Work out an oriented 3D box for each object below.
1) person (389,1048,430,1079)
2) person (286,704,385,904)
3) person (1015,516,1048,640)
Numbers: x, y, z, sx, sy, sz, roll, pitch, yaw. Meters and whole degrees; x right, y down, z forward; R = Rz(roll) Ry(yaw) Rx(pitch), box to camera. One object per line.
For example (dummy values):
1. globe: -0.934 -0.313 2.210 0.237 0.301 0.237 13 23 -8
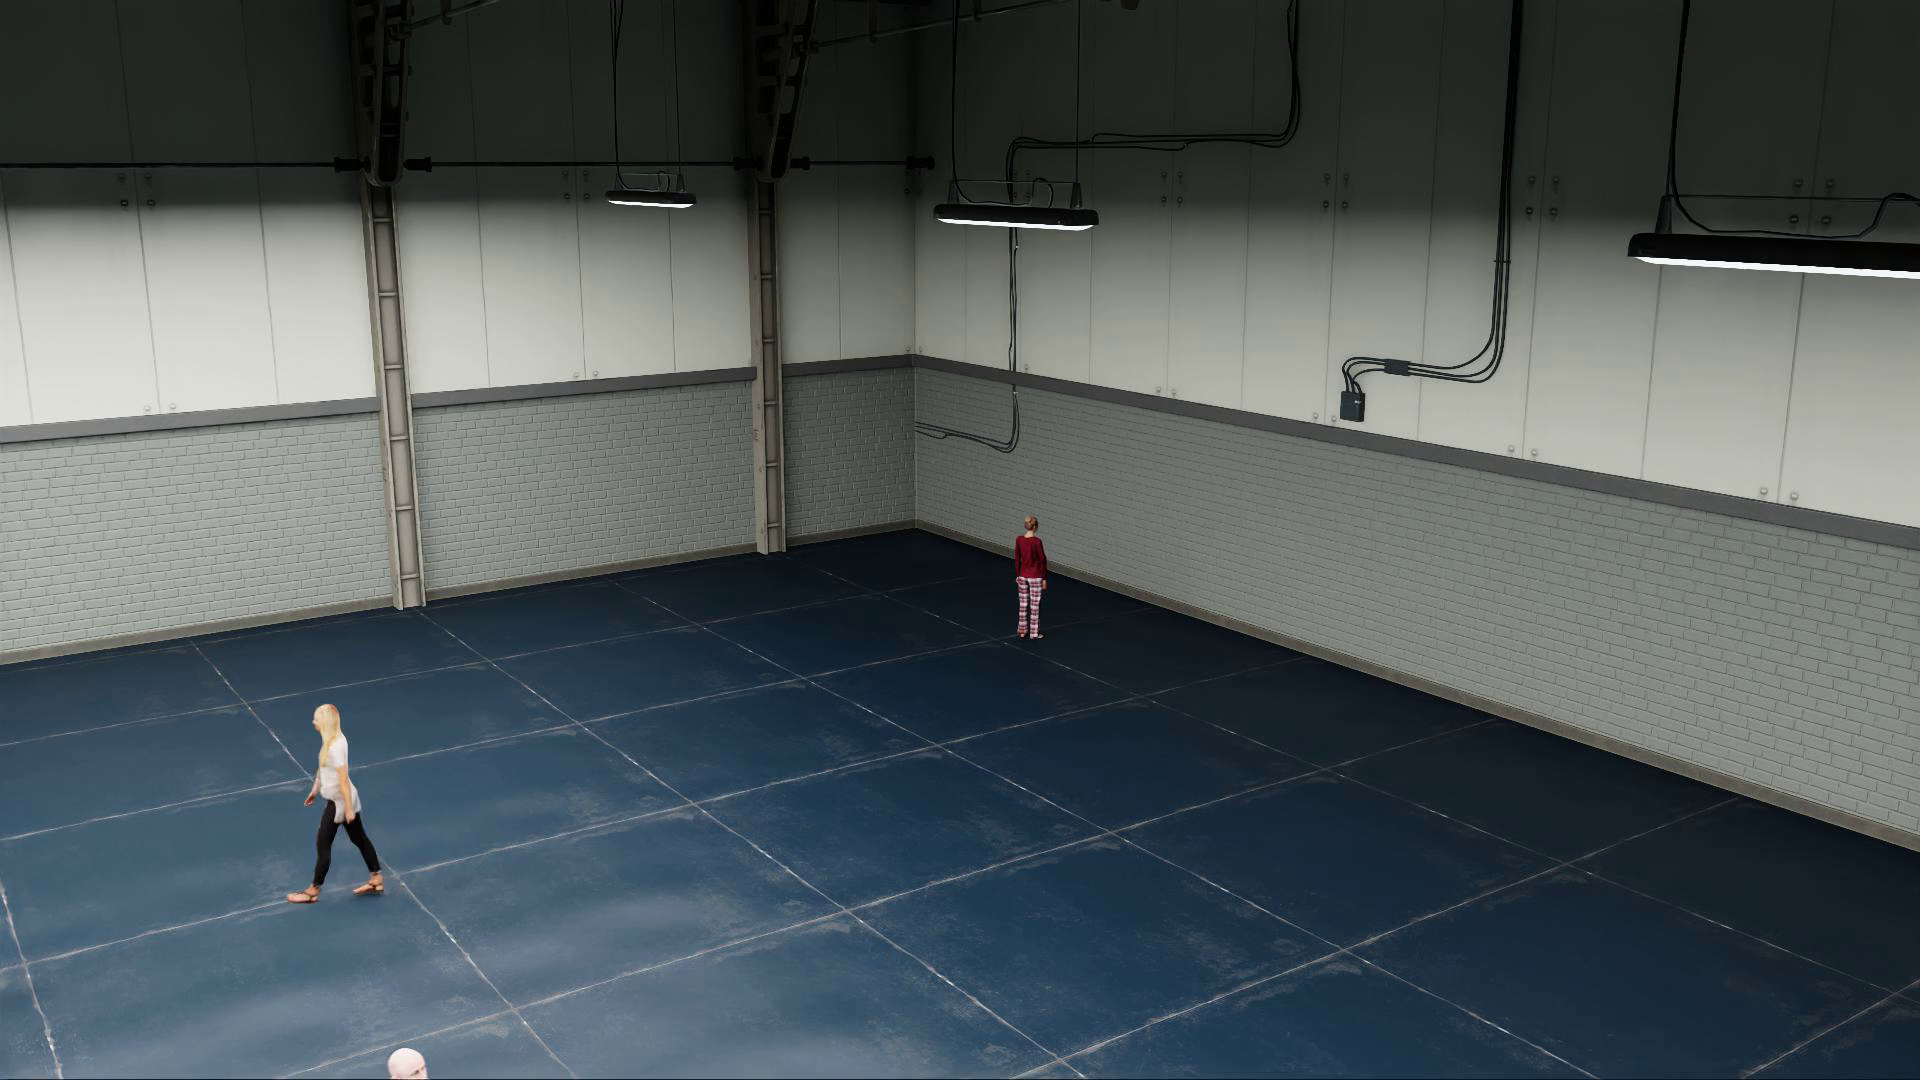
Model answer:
1. person: -2.943 3.573 8.978 0.834 1.836 0.733 4 14 18
2. person: -5.316 2.300 14.581 1.090 1.788 0.792 -4 14 -18
3. person: 0.959 0.492 22.585 0.683 1.700 0.630 9 16 33
